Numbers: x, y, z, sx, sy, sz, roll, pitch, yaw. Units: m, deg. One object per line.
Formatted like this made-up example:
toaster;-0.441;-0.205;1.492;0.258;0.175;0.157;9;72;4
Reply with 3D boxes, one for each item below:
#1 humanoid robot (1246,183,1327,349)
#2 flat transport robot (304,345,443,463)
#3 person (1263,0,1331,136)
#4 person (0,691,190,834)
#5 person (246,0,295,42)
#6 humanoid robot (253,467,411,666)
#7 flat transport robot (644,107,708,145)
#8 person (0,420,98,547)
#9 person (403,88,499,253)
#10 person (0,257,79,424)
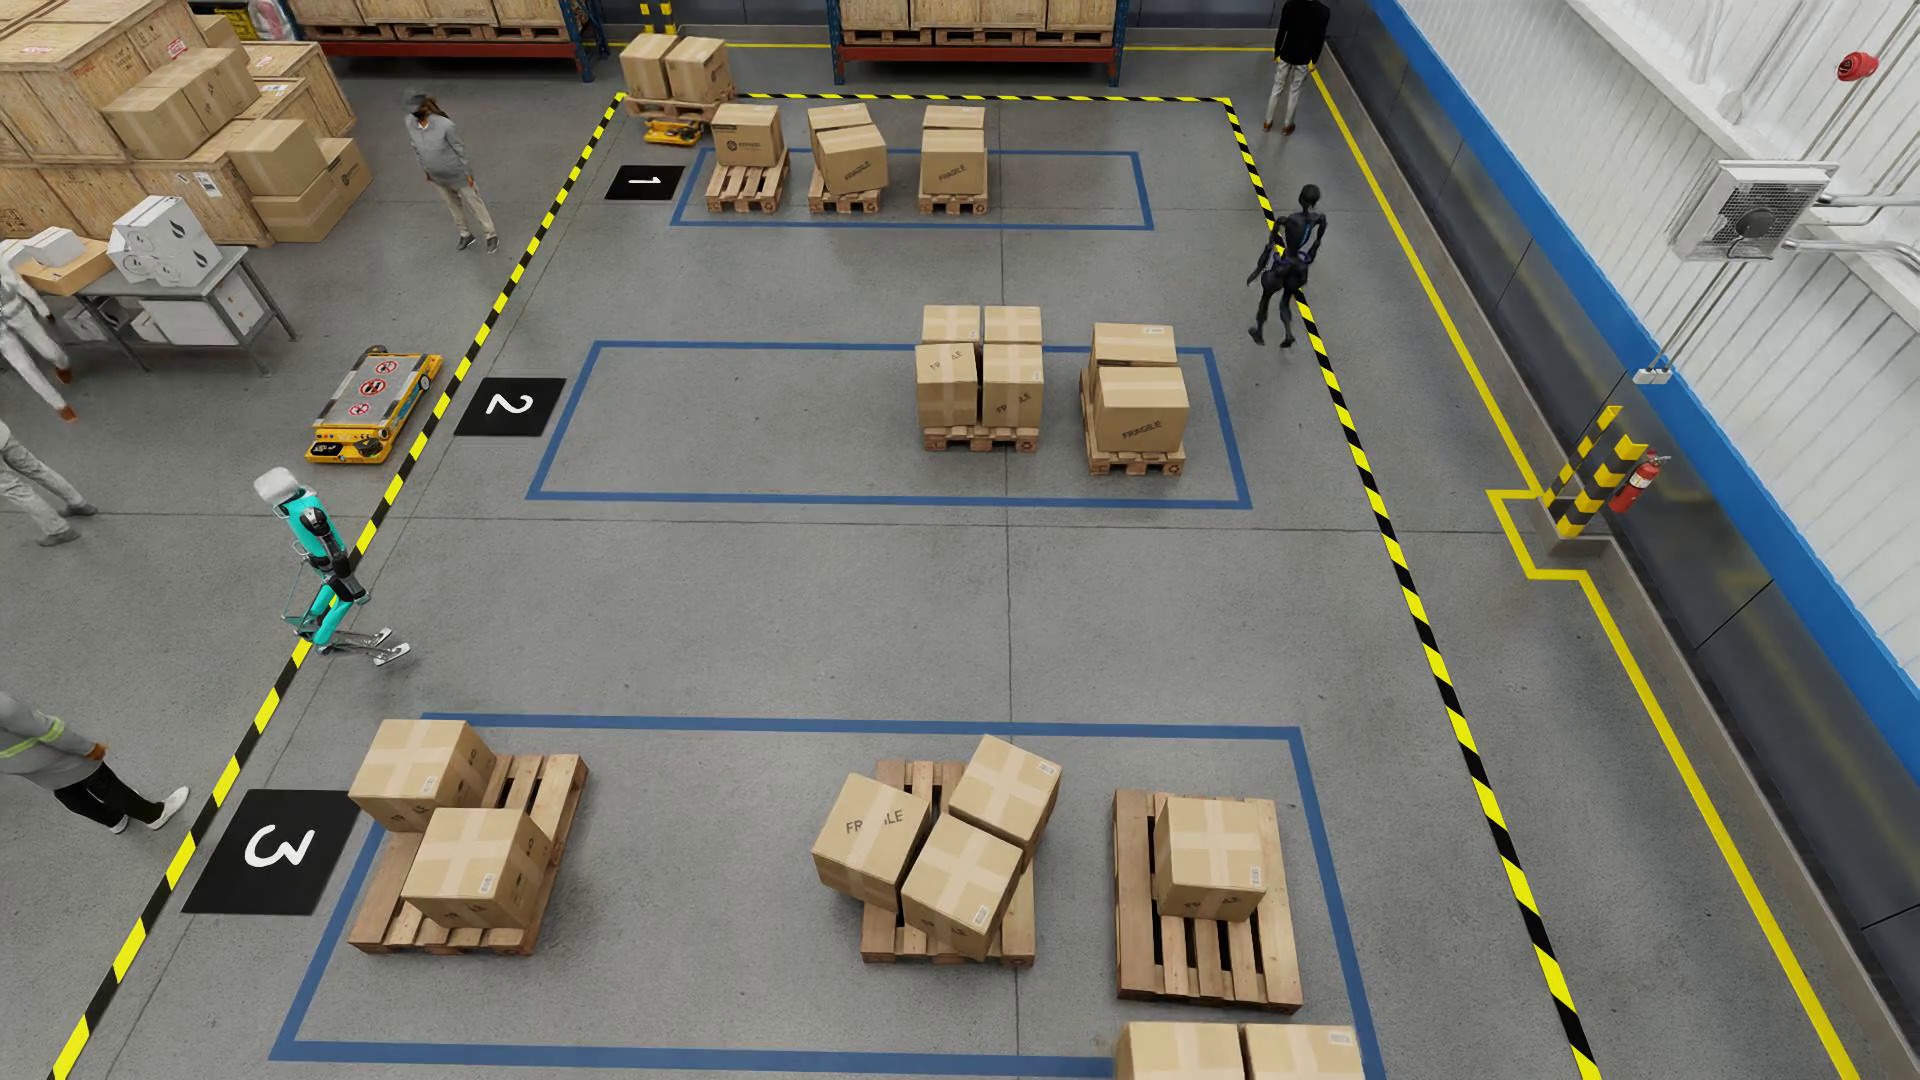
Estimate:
humanoid robot;3.043;-2.478;8.543;0.609;1.645;0.502;-7;50;-6
flat transport robot;-5.383;-1.269;8.441;0.659;0.231;1.431;1;50;1
person;4.178;-6.019;11.403;0.587;1.885;0.362;22;53;17
person;-5.333;1.197;5.317;0.589;1.852;0.379;-2;50;-2
person;-8.796;-6.471;11.819;0.404;1.830;0.598;-25;54;-20
humanoid robot;-4.295;0.303;6.060;0.533;1.677;0.735;33;57;25
flat transport robot;-3.635;-5.690;12.163;0.652;0.197;1.431;7;50;6
person;-7.411;-0.721;6.886;0.419;1.939;0.604;-6;50;-5
person;-5.392;-3.895;9.682;0.562;1.764;0.402;6;50;5
person;-8.320;-1.915;7.951;0.674;1.860;0.647;-37;59;-27
